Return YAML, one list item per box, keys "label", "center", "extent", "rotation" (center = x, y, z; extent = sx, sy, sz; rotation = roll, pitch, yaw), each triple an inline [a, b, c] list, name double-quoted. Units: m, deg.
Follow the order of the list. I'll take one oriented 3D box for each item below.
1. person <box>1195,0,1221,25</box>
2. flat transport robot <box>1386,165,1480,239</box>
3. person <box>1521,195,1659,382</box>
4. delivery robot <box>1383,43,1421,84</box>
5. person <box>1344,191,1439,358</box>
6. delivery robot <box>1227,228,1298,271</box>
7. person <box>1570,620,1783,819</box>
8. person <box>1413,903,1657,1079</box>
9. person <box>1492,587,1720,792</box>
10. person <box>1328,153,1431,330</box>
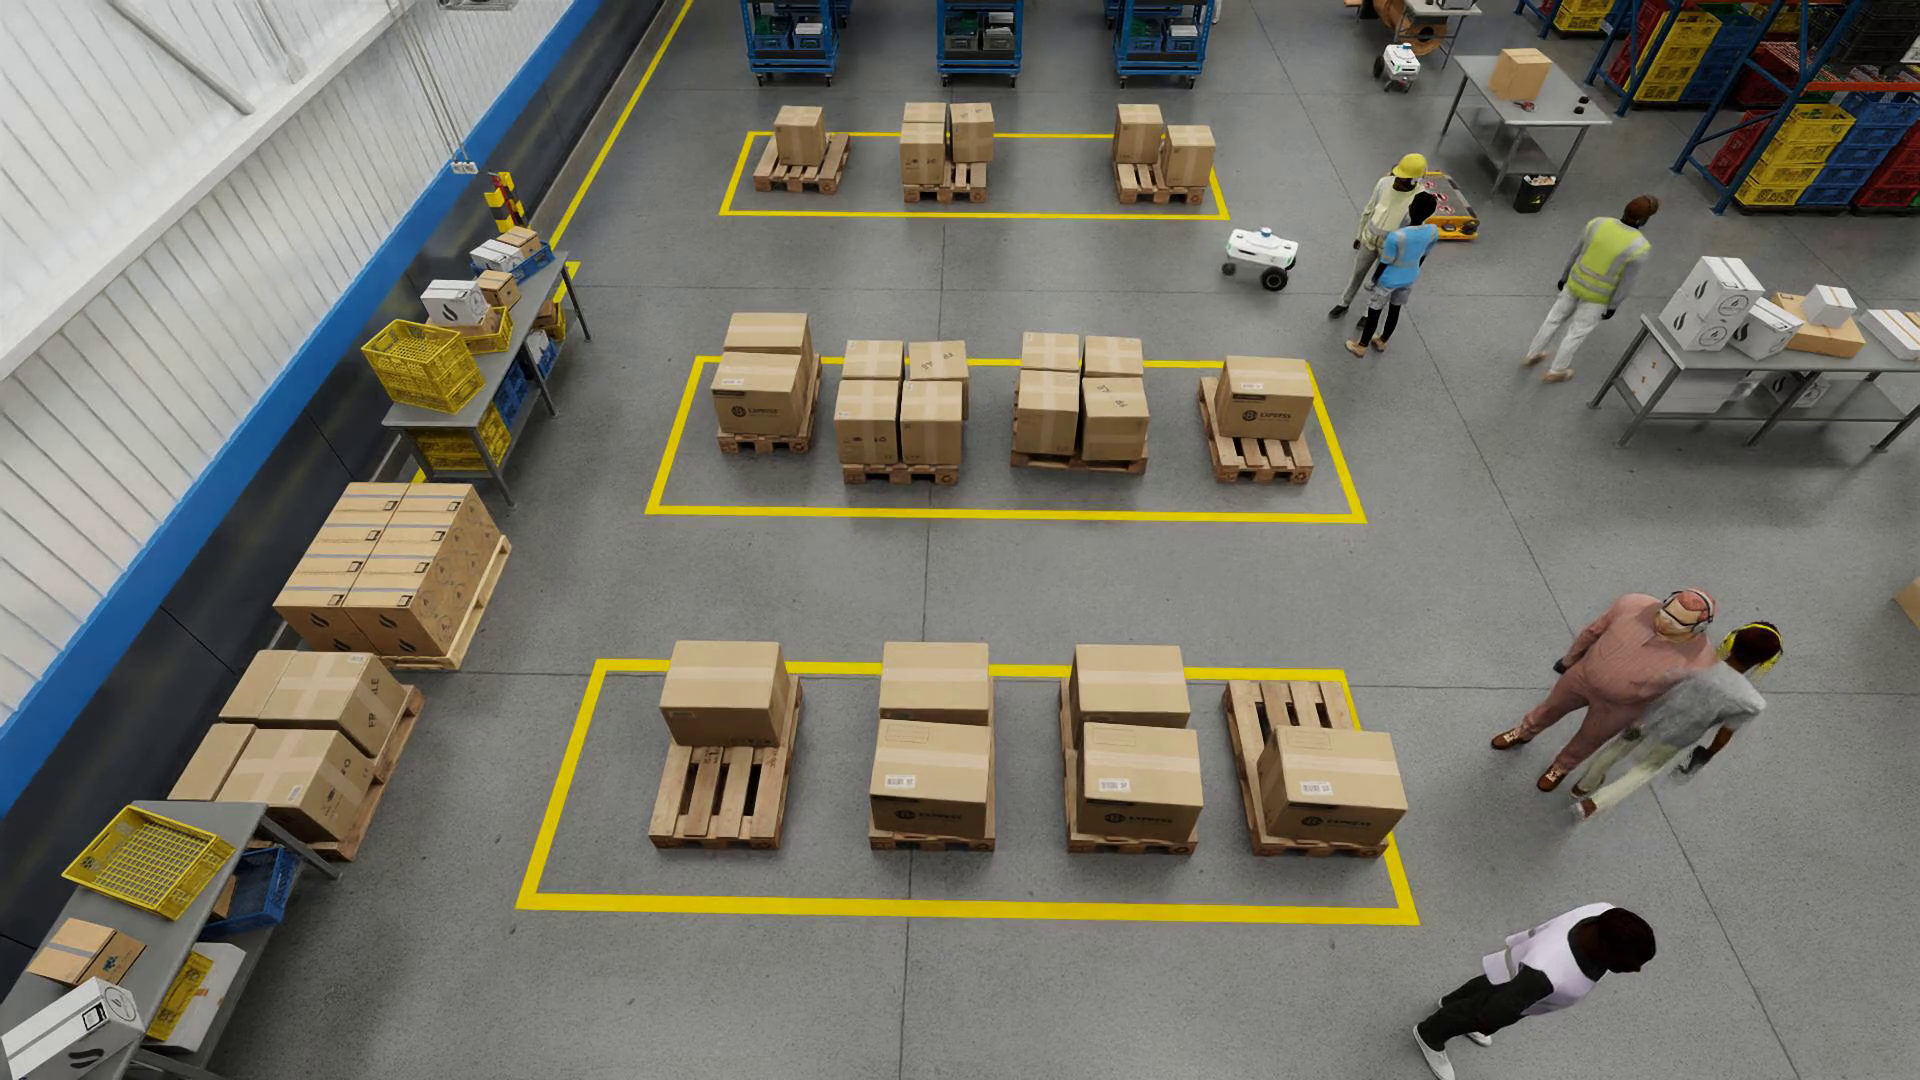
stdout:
- label: "person"
  center: [4.033, -9.028, 14.431]
  extent: [0.512, 1.638, 0.307]
  rotation: [5, 49, 4]
- label: "flat transport robot"
  center: [5.692, -4.094, 11.059]
  extent: [0.652, 0.197, 1.431]
  rotation: [1, 49, 1]
- label: "person"
  center: [5.847, -2.318, 8.490]
  extent: [0.429, 1.841, 0.634]
  rotation: [-19, 52, -16]
- label: "delivery robot"
  center: [6.384, -6.916, 13.255]
  extent: [0.477, 0.478, 0.707]
  rotation: [2, 49, 2]
- label: "person"
  center: [4.139, -2.500, 8.741]
  extent: [0.533, 1.697, 0.319]
  rotation: [-13, 50, -11]
- label: "delivery robot"
  center: [3.289, -3.167, 10.010]
  extent: [0.707, 0.478, 0.477]
  rotation: [19, 52, 16]
- label: "person"
  center: [4.203, 1.135, 5.503]
  extent: [0.490, 1.845, 0.584]
  rotation: [-23, 53, -19]
- label: "person"
  center: [2.783, 2.196, 4.533]
  extent: [0.598, 1.917, 0.375]
  rotation: [-26, 54, -21]
- label: "person"
  center: [3.979, 0.920, 5.644]
  extent: [0.404, 1.911, 0.636]
  rotation: [-22, 53, -18]
- label: "person"
  center: [4.168, -2.925, 9.024]
  extent: [0.404, 1.829, 0.592]
  rotation: [-36, 58, -27]
